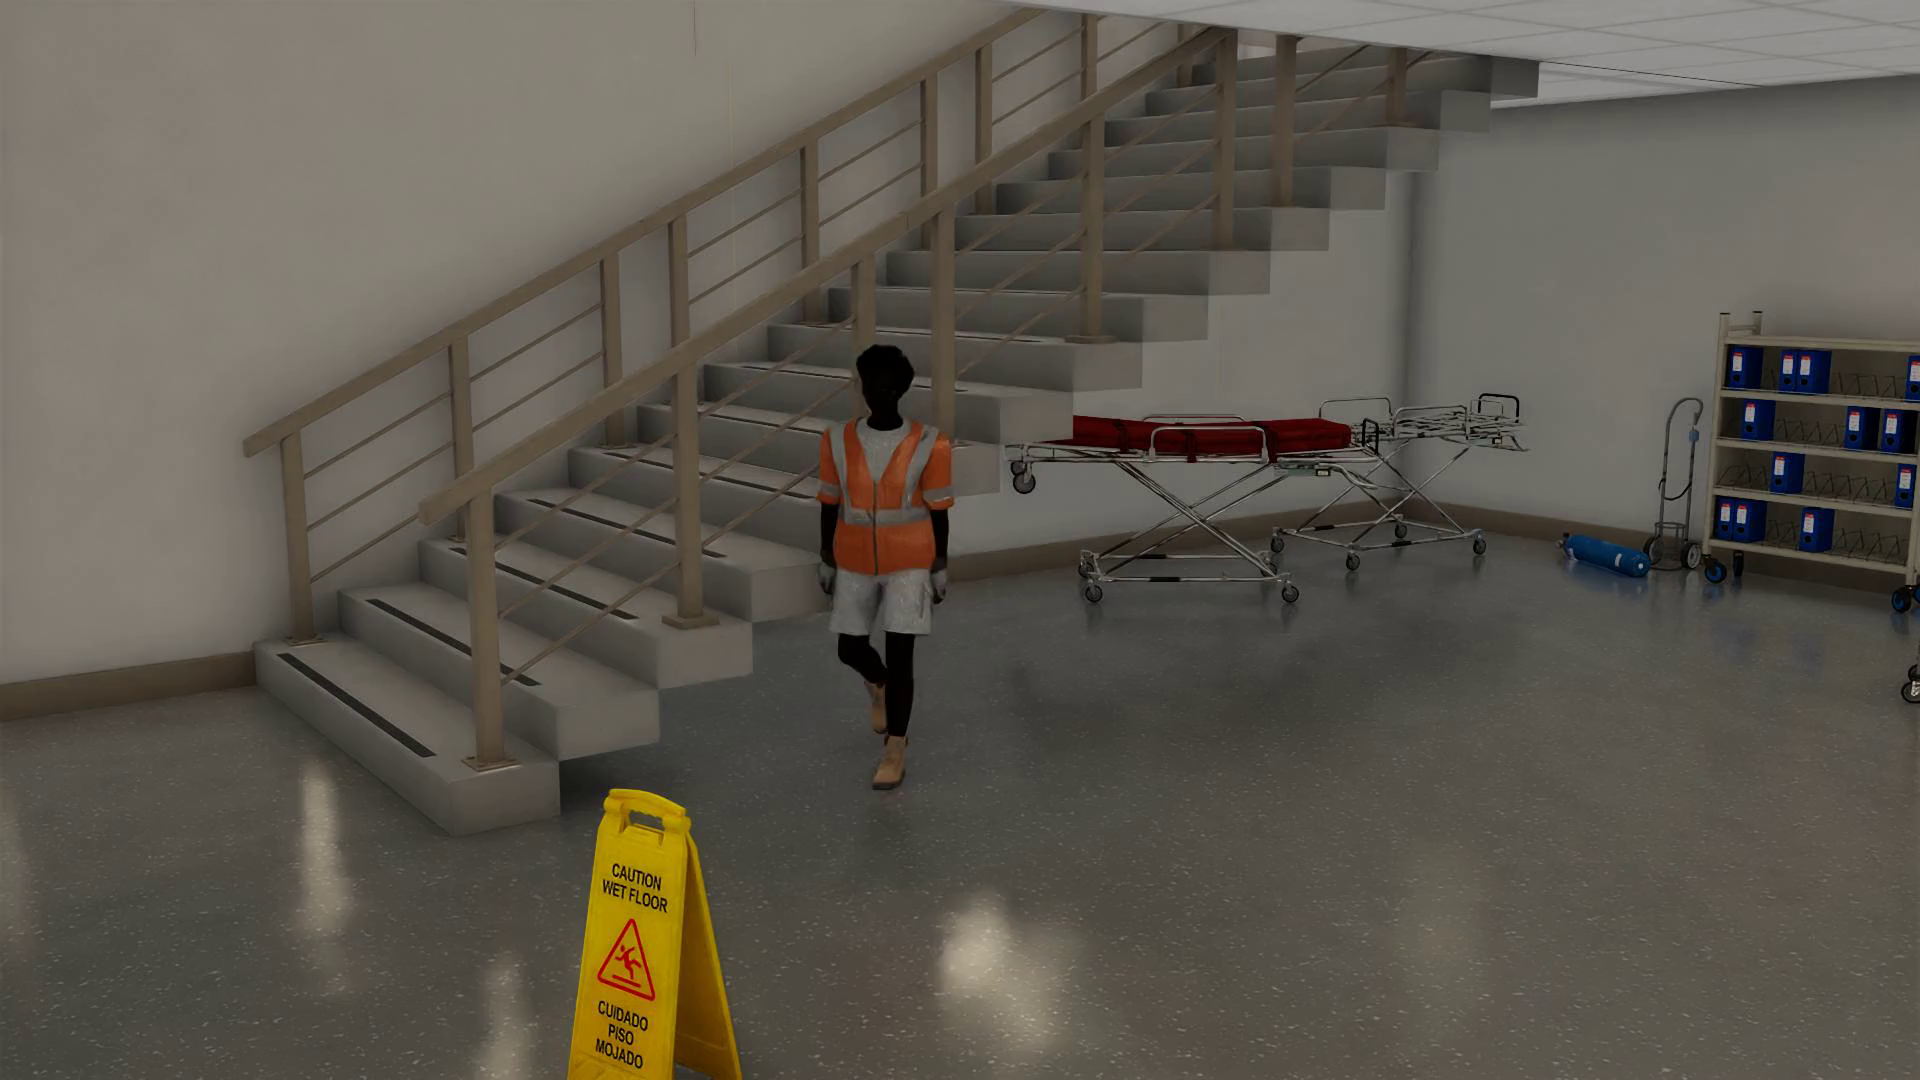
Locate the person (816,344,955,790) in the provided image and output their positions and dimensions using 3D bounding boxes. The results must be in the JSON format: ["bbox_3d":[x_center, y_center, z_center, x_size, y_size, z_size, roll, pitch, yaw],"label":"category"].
[{"bbox_3d":[-0.274,0.077,6.417,0.539,1.678,0.580,2,10,11],"label":"person"}]
